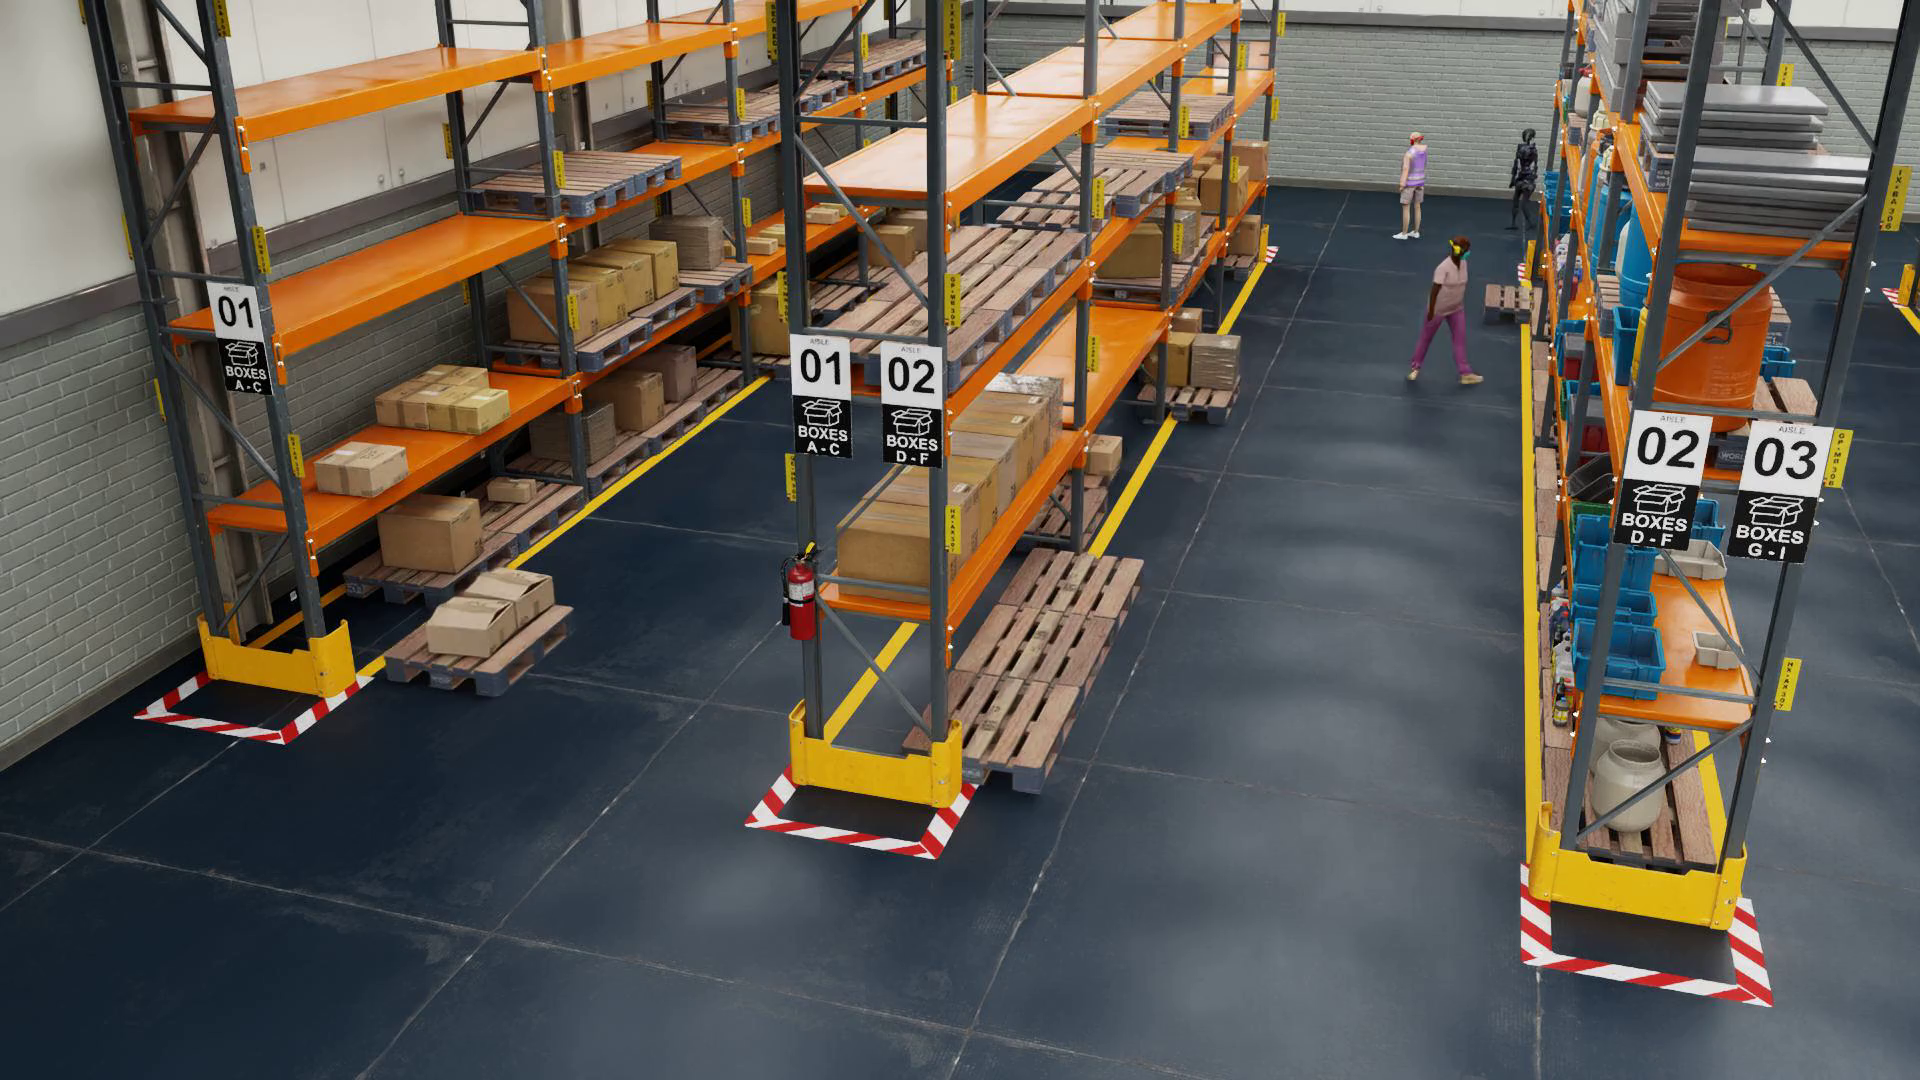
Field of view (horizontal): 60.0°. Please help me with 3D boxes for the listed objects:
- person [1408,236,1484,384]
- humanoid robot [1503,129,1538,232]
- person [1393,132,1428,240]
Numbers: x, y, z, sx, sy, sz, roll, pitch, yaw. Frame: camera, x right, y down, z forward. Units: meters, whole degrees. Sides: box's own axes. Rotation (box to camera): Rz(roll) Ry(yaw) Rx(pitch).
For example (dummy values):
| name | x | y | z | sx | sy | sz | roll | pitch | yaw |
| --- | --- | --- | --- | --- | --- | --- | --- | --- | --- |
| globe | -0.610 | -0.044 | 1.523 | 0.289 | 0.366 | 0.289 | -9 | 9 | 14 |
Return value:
| name | x | y | z | sx | sy | sz | roll | pitch | yaw |
| --- | --- | --- | --- | --- | --- | --- | --- | --- | --- |
| person | 5.739 | -2.673 | 19.497 | 0.640 | 1.753 | 0.829 | -11 | 26 | -24 |
| humanoid robot | 9.165 | -5.806 | 26.907 | 0.442 | 1.689 | 0.590 | -8 | 25 | -17 |
| person | 7.184 | -5.620 | 26.415 | 0.490 | 1.688 | 0.348 | -14 | 27 | -30 |
